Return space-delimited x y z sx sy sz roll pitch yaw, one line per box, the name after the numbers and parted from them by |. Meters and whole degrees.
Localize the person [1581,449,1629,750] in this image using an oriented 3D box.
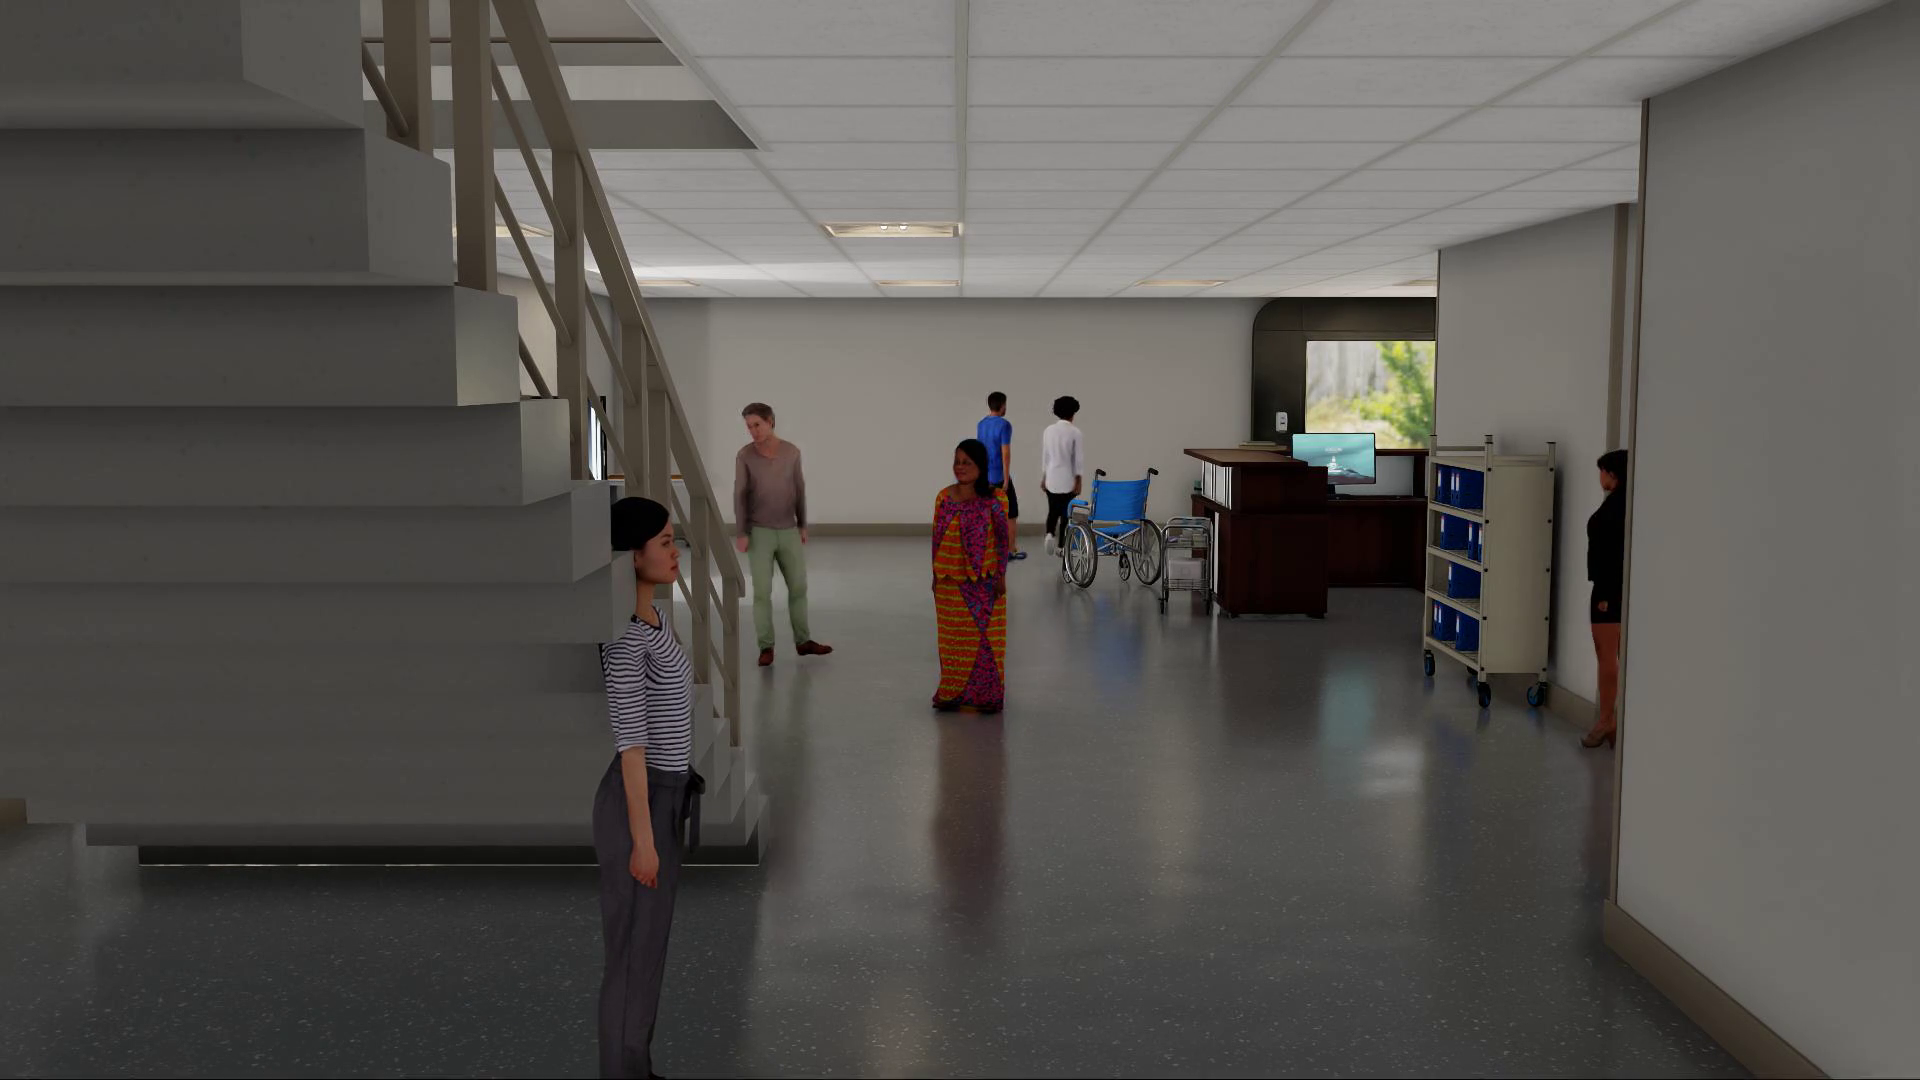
3.632 0.322 9.143 0.683 1.635 0.737 -5 8 -40 | person

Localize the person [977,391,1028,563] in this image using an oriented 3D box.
0.294 -0.622 17.516 0.929 1.837 1.050 4 7 36 | person

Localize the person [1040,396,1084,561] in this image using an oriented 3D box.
1.087 -0.673 18.210 0.802 1.799 0.909 2 6 20 | person

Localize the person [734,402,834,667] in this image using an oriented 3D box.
-1.293 -0.028 11.636 0.955 1.832 0.853 -4 7 -37 | person

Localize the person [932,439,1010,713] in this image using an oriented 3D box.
0.063 0.200 10.116 0.743 1.682 0.767 2 6 21 | person

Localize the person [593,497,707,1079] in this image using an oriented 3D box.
-0.871 0.743 4.467 0.658 1.733 0.463 0 6 -3 | person
